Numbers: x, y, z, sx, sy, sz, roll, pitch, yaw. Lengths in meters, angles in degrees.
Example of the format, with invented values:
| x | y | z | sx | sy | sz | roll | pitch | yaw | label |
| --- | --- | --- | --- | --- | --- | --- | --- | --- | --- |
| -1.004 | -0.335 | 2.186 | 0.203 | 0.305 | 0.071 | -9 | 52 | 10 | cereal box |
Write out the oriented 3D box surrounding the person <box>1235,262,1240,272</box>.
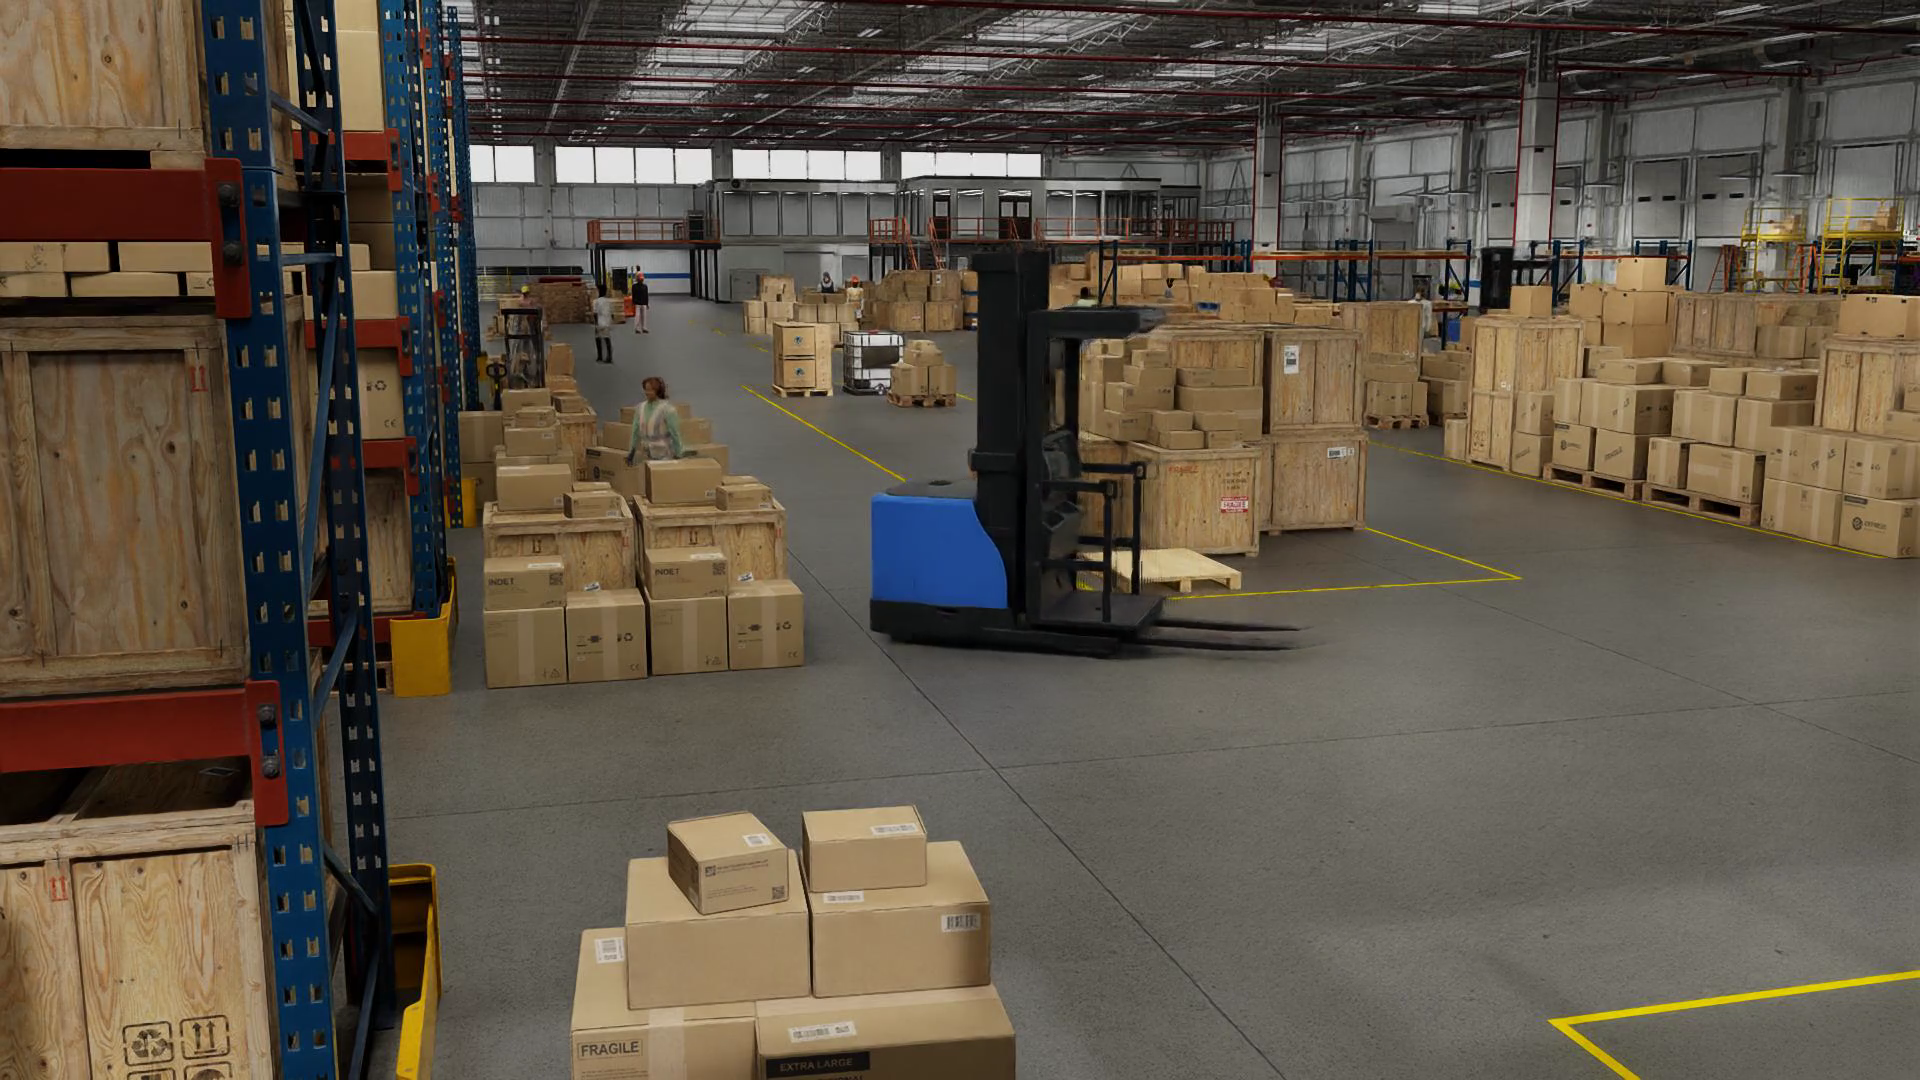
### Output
| x | y | z | sx | sy | sz | roll | pitch | yaw | label |
| --- | --- | --- | --- | --- | --- | --- | --- | --- | --- |
| 15.685 | -14.636 | 93.622 | 0.634 | 1.977 | 0.480 | -3 | 10 | -17 | person |

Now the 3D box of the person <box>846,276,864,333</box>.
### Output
| x | y | z | sx | sy | sz | roll | pitch | yaw | label |
| --- | --- | --- | --- | --- | --- | --- | --- | --- | --- |
| -3.277 | -7.262 | 51.950 | 0.548 | 1.942 | 0.348 | 1 | 10 | 3 | person |

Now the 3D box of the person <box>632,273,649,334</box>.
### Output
| x | y | z | sx | sy | sz | roll | pitch | yaw | label |
| --- | --- | --- | --- | --- | --- | --- | --- | --- | --- |
| -10.526 | -7.800 | 54.848 | 0.382 | 1.995 | 0.612 | 9 | 14 | 42 | person |

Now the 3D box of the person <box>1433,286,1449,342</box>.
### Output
| x | y | z | sx | sy | sz | roll | pitch | yaw | label |
| --- | --- | --- | --- | --- | --- | --- | --- | --- | --- |
| 14.524 | -6.822 | 50.157 | 0.321 | 1.694 | 0.529 | -2 | 10 | -13 | person |

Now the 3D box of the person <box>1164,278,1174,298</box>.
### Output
| x | y | z | sx | sy | sz | roll | pitch | yaw | label |
| --- | --- | --- | --- | --- | --- | --- | --- | --- | --- |
| 6.727 | -7.505 | 53.577 | 0.328 | 1.862 | 0.501 | 2 | 10 | 9 | person |

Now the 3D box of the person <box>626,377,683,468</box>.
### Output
| x | y | z | sx | sy | sz | roll | pitch | yaw | label |
| --- | --- | --- | --- | --- | --- | --- | --- | --- | --- |
| -2.980 | -0.836 | 16.559 | 0.497 | 1.589 | 0.908 | 8 | 13 | 38 | person |

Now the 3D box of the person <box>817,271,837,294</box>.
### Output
| x | y | z | sx | sy | sz | roll | pitch | yaw | label |
| --- | --- | --- | --- | --- | --- | --- | --- | --- | --- |
| -4.511 | -8.107 | 56.456 | 0.708 | 2.000 | 0.560 | -1 | 10 | -7 | person |

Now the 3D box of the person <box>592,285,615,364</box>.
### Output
| x | y | z | sx | sy | sz | roll | pitch | yaw | label |
| --- | --- | --- | --- | --- | --- | --- | --- | --- | --- |
| -8.716 | -5.278 | 40.760 | 0.618 | 1.917 | 0.719 | -8 | 13 | -37 | person |

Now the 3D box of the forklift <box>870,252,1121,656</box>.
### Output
| x | y | z | sx | sy | sz | roll | pitch | yaw | label |
| --- | --- | --- | --- | --- | --- | --- | --- | --- | --- |
| 0.365 | -0.691 | 12.086 | 1.873 | 2.768 | 1.129 | 3 | 11 | 17 | forklift |

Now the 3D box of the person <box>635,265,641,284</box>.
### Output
| x | y | z | sx | sy | sz | roll | pitch | yaw | label |
| --- | --- | --- | --- | --- | --- | --- | --- | --- | --- |
| -16.683 | -13.292 | 86.258 | 0.356 | 1.884 | 0.574 | -3 | 10 | -16 | person |

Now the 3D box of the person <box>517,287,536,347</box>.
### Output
| x | y | z | sx | sy | sz | roll | pitch | yaw | label |
| --- | --- | --- | --- | --- | --- | --- | --- | --- | --- |
| -12.477 | -6.433 | 47.886 | 0.536 | 1.717 | 0.935 | 2 | 10 | 9 | person |

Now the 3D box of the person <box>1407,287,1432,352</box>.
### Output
| x | y | z | sx | sy | sz | roll | pitch | yaw | label |
| --- | --- | --- | --- | --- | --- | --- | --- | --- | --- |
| 10.681 | -4.945 | 38.857 | 0.662 | 1.928 | 0.464 | 8 | 13 | 38 | person |

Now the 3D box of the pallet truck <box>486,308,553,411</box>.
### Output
| x | y | z | sx | sy | sz | roll | pitch | yaw | label |
| --- | --- | --- | --- | --- | --- | --- | --- | --- | --- |
| -6.242 | -2.418 | 24.362 | 0.823 | 1.965 | 1.885 | 1 | 10 | 3 | pallet truck |

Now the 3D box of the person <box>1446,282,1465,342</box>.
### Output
| x | y | z | sx | sy | sz | roll | pitch | yaw | label |
| --- | --- | --- | --- | --- | --- | --- | --- | --- | --- |
| 13.891 | -6.247 | 46.422 | 0.843 | 1.870 | 0.614 | 5 | 11 | 27 | person |

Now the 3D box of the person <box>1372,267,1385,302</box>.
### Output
| x | y | z | sx | sy | sz | roll | pitch | yaw | label |
| --- | --- | --- | --- | --- | --- | --- | --- | --- | --- |
| 20.105 | -12.153 | 79.835 | 0.606 | 1.873 | 0.986 | -4 | 11 | -24 | person |

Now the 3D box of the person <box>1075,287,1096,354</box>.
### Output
| x | y | z | sx | sy | sz | roll | pitch | yaw | label |
| --- | --- | --- | --- | --- | --- | --- | --- | --- | --- |
| 2.974 | -5.159 | 40.229 | 0.614 | 1.870 | 0.981 | -6 | 12 | -32 | person |

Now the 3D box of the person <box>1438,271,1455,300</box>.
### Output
| x | y | z | sx | sy | sz | roll | pitch | yaw | label |
| --- | --- | --- | --- | --- | --- | --- | --- | --- | --- |
| 19.032 | -9.570 | 65.073 | 0.628 | 1.925 | 0.571 | 3 | 10 | 16 | person |

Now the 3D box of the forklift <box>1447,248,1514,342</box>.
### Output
| x | y | z | sx | sy | sz | roll | pitch | yaw | label |
| --- | --- | --- | --- | --- | --- | --- | --- | --- | --- |
| 12.746 | -5.575 | 39.742 | 1.873 | 2.768 | 1.129 | -3 | 10 | -15 | forklift |

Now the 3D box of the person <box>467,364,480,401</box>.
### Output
| x | y | z | sx | sy | sz | roll | pitch | yaw | label |
| --- | --- | --- | --- | --- | --- | --- | --- | --- | --- |
| -7.734 | -2.659 | 26.070 | 0.863 | 1.881 | 0.591 | -2 | 10 | -13 | person |

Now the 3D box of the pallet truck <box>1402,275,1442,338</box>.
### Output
| x | y | z | sx | sy | sz | roll | pitch | yaw | label |
| --- | --- | --- | --- | --- | --- | --- | --- | --- | --- |
| 14.620 | -7.324 | 52.145 | 0.823 | 1.965 | 1.885 | 8 | 13 | 40 | pallet truck |

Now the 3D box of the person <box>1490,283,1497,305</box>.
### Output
| x | y | z | sx | sy | sz | roll | pitch | yaw | label |
| --- | --- | --- | --- | --- | --- | --- | --- | --- | --- |
| 18.756 | -8.424 | 58.860 | 0.643 | 1.835 | 0.431 | -10 | 14 | -43 | person |

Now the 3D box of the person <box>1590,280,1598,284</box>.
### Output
| x | y | z | sx | sy | sz | roll | pitch | yaw | label |
| --- | --- | --- | --- | --- | --- | --- | --- | --- | --- |
| 21.948 | -8.095 | 57.318 | 0.518 | 1.701 | 0.562 | 7 | 12 | 35 | person |
